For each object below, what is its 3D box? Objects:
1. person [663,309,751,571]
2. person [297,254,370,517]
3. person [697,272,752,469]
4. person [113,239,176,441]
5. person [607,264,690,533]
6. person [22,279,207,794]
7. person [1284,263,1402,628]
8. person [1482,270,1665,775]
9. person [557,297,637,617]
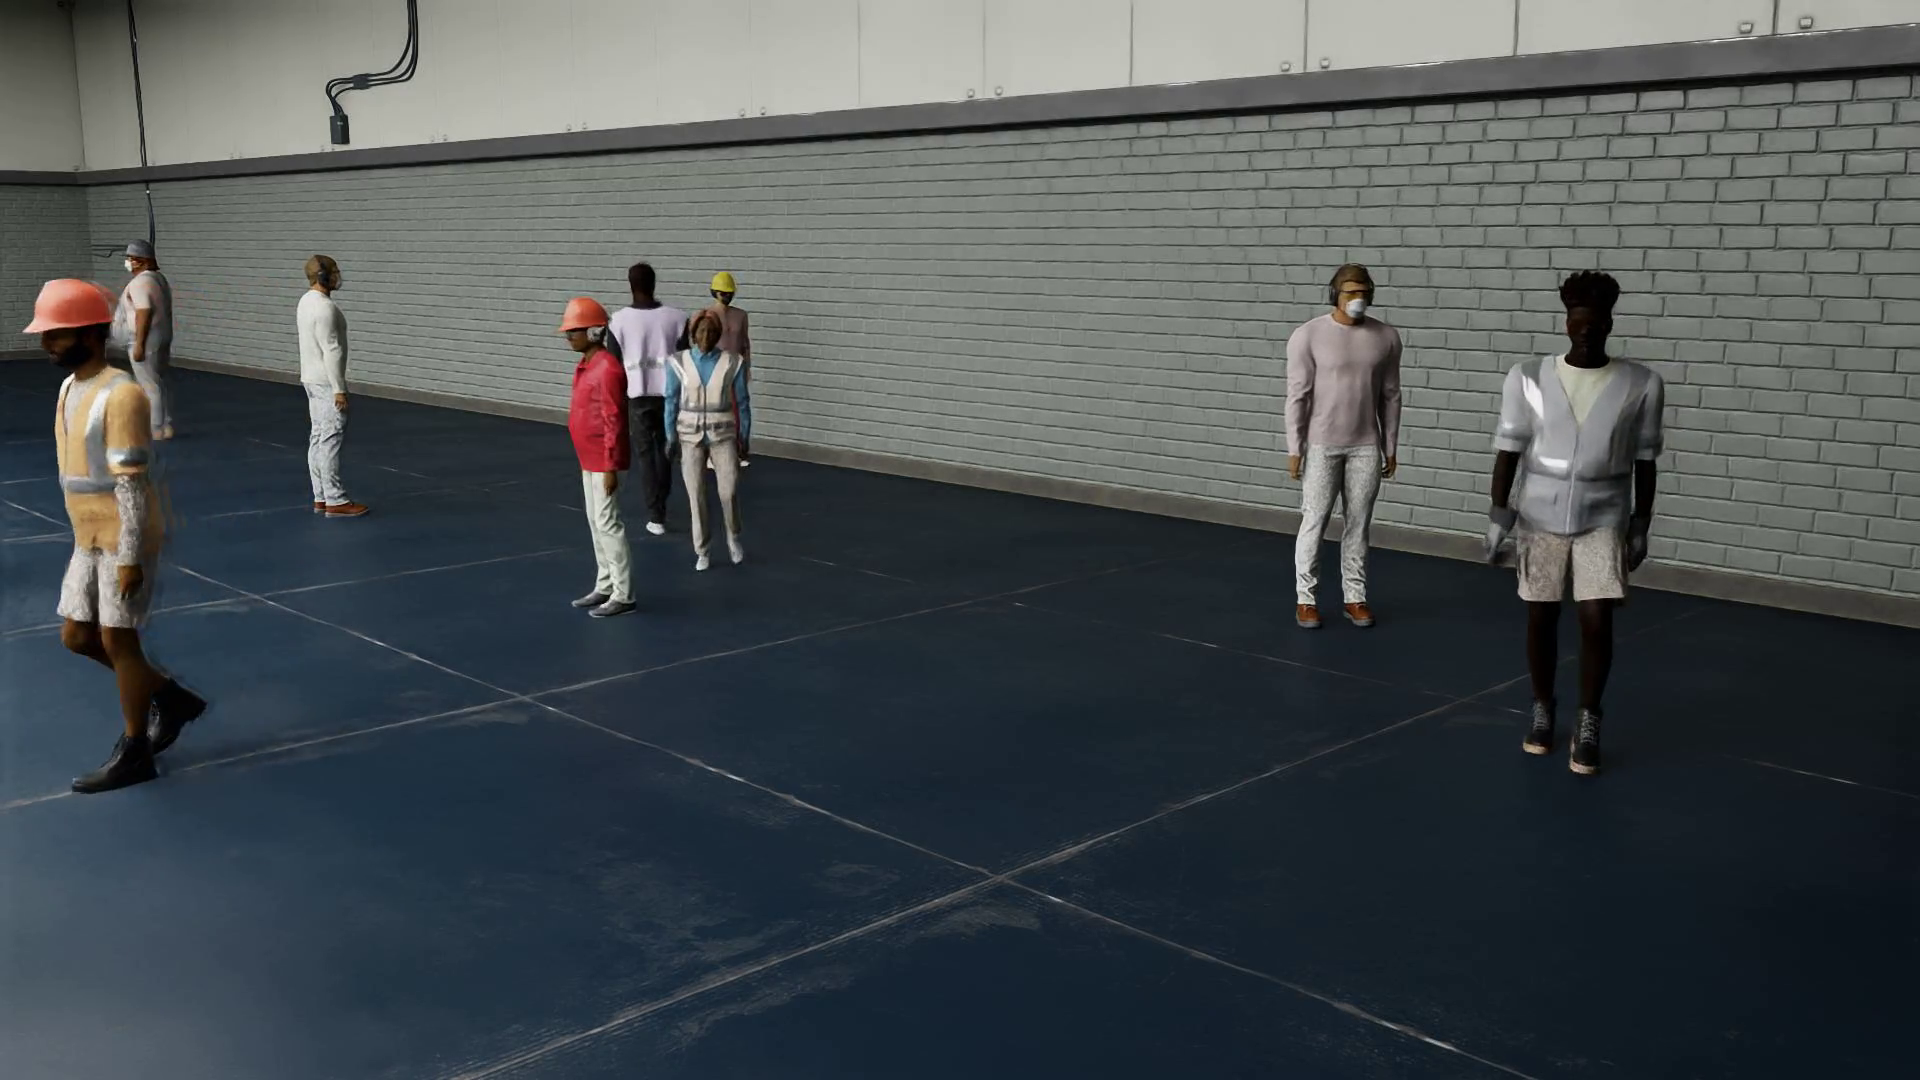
[{"bbox_3d":[-1.568,-0.617,10.338,0.531,1.626,0.354,-1,10,-3],"label":"person"},{"bbox_3d":[-4.677,-1.137,12.323,0.372,1.940,0.630,-7,13,-35],"label":"person"},{"bbox_3d":[-2.102,-1.510,14.873,0.525,1.757,0.353,-8,13,-39],"label":"person"},{"bbox_3d":[-8.286,-2.023,16.877,0.535,2.000,0.695,-1,10,-7],"label":"person"},{"bbox_3d":[-2.240,-1.021,11.887,0.606,1.863,0.989,-4,11,-22],"label":"person"},{"bbox_3d":[-3.177,-0.014,6.250,0.554,1.921,0.506,8,13,38],"label":"person"},{"bbox_3d":[2.032,-0.495,8.845,0.639,1.933,0.368,-2,11,-9],"label":"person"},{"bbox_3d":[2.370,-0.065,6.474,0.625,1.942,0.690,5,11,23],"label":"person"},{"bbox_3d":[-1.996,-0.451,9.119,0.363,1.742,0.582,-5,12,-28],"label":"person"}]
